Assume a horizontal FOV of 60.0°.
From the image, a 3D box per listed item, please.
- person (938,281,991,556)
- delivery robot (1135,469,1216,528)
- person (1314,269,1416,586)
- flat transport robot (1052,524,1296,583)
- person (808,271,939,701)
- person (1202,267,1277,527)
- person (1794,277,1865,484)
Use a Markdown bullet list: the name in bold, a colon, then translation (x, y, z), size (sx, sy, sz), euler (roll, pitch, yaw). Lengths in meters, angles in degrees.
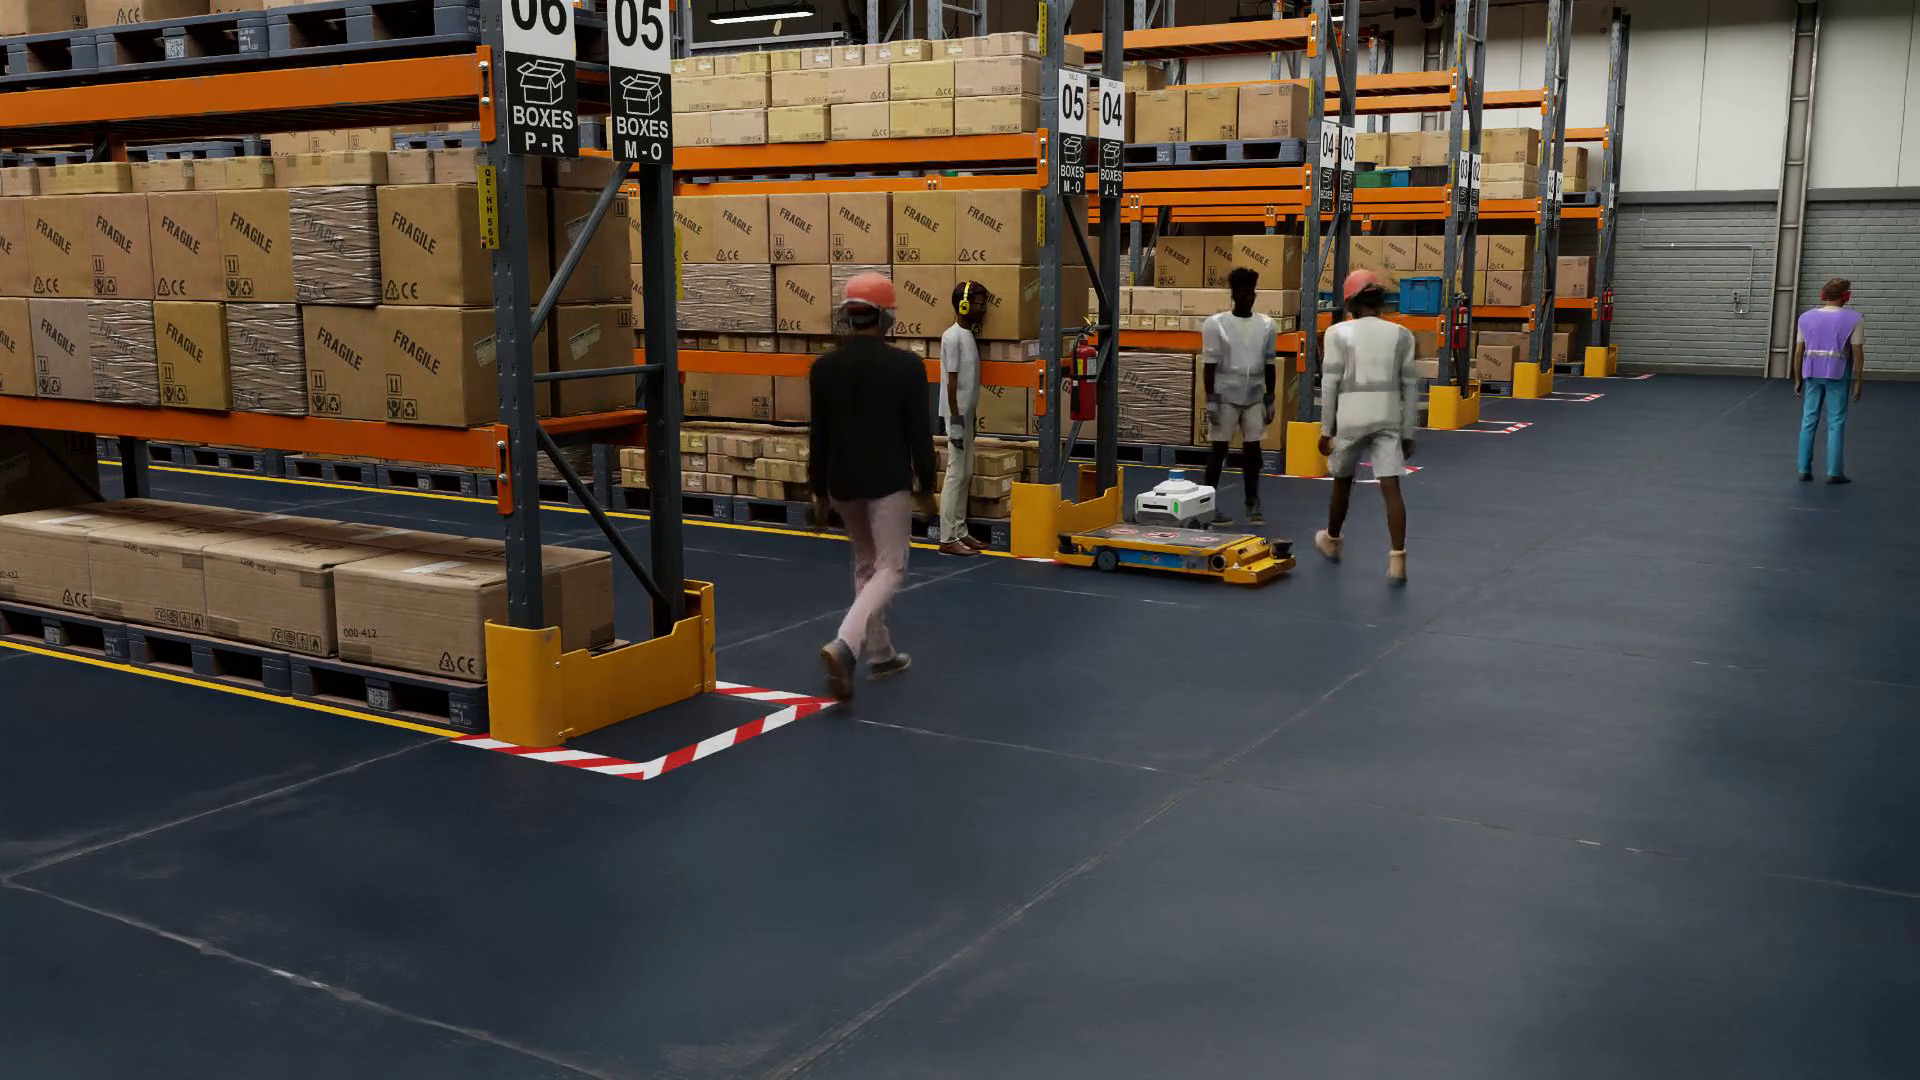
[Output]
- **person**: translation (0.028, -0.818, 11.313), size (0.333, 1.860, 0.510), euler (2, 10, 14)
- **delivery robot**: translation (1.493, -0.244, 11.484), size (0.477, 0.478, 0.707), euler (6, 11, 31)
- **person**: translation (2.586, -0.737, 10.620), size (0.620, 1.929, 1.174), euler (-1, 10, -4)
- **flat transport robot**: translation (1.379, 0.067, 10.764), size (1.431, 0.197, 0.652), euler (6, 11, 32)
- **person**: translation (-0.443, -0.251, 7.675), size (0.617, 1.971, 0.873), euler (5, 11, 29)
- **person**: translation (2.098, -1.070, 12.514), size (0.610, 1.954, 0.399), euler (-2, 10, -14)
- **person**: translation (7.766, -1.424, 14.900), size (0.373, 1.840, 0.572), euler (-9, 13, -42)
